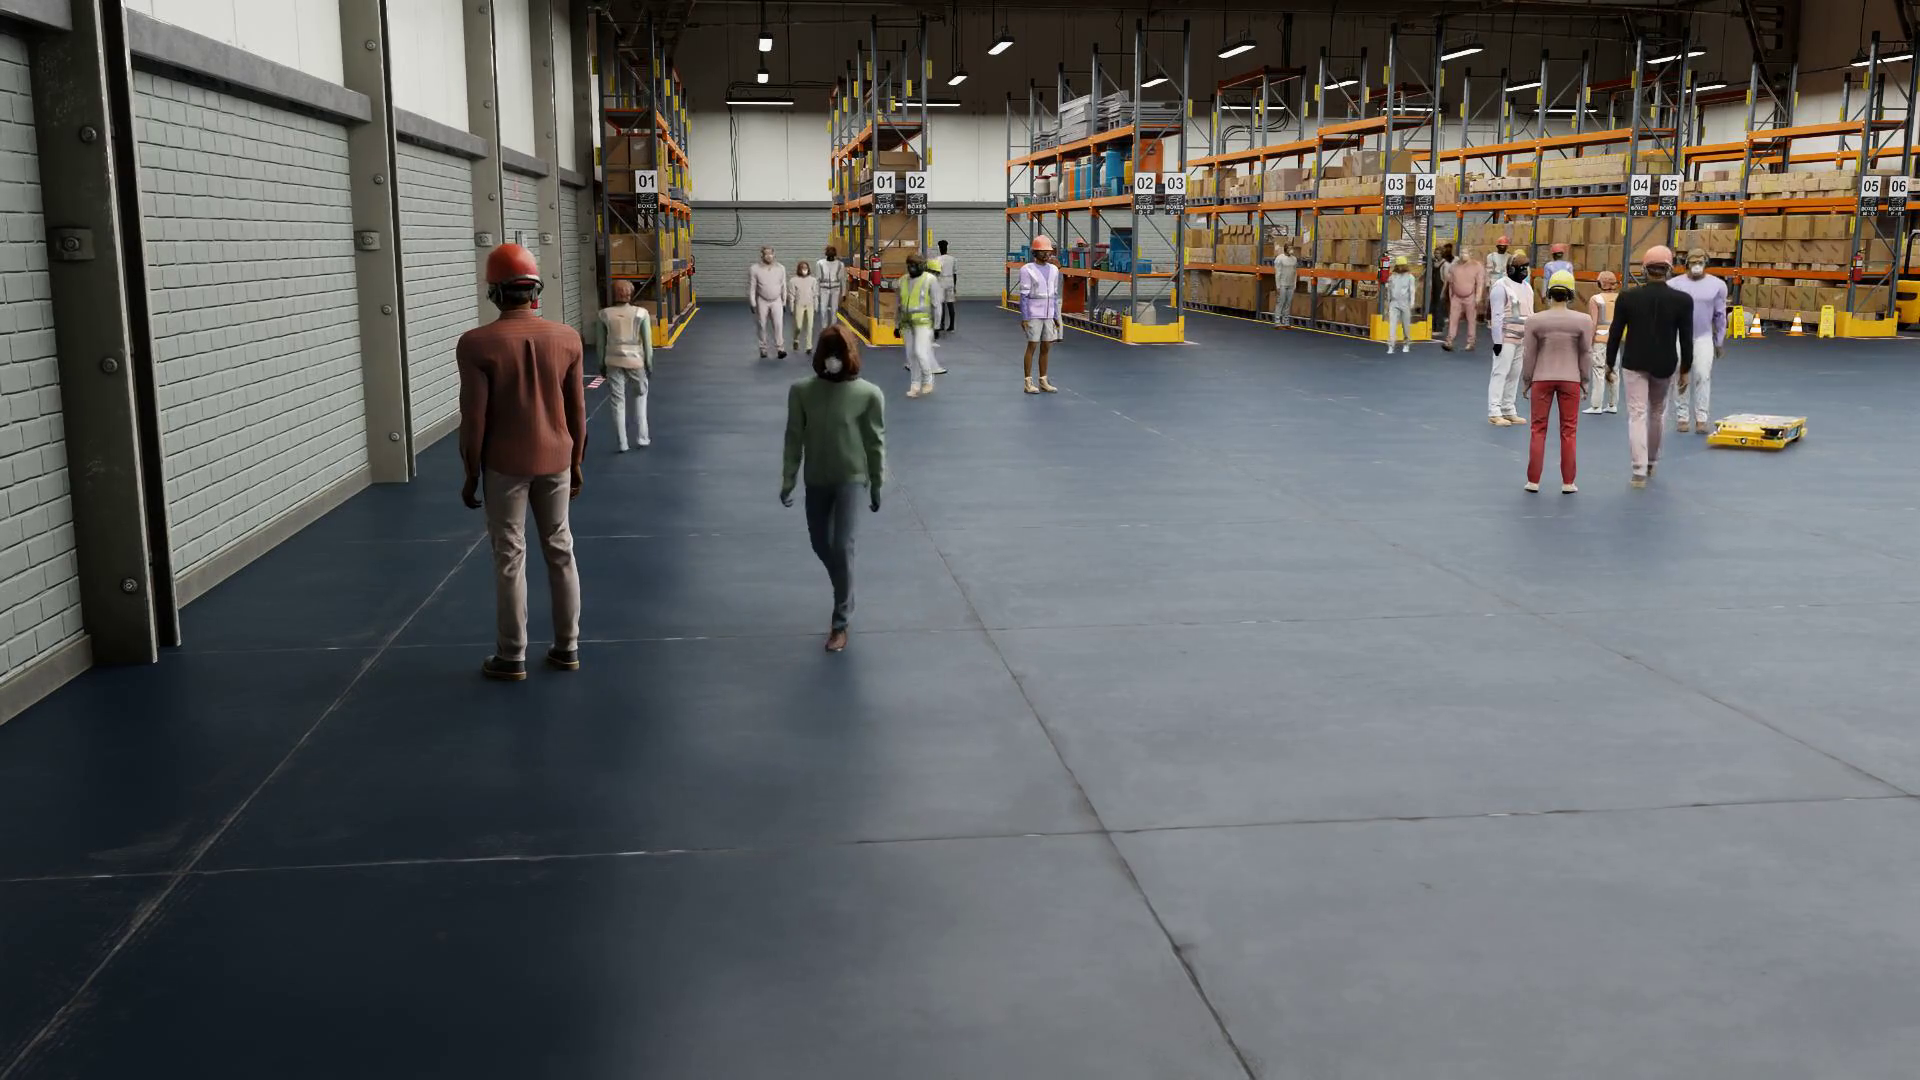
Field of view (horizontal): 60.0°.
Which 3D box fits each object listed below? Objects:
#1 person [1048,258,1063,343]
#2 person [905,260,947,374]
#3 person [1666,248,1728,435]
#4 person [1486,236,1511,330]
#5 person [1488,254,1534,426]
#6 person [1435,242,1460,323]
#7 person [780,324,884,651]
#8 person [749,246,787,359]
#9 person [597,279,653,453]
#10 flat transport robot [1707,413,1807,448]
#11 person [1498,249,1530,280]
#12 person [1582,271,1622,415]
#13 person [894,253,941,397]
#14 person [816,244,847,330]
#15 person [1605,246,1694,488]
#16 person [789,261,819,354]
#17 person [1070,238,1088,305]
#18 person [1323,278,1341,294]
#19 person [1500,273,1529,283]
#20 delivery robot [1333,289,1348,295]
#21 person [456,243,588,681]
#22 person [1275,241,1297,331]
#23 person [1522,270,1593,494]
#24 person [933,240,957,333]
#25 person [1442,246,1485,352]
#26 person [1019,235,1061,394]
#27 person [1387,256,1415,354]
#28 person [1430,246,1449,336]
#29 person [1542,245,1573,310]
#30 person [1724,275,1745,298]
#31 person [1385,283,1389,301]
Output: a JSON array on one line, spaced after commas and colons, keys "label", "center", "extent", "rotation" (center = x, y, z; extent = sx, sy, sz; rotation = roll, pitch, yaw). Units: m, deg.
[{"label": "person", "center": [1.816, -4.589, 31.905], "extent": [0.286, 1.626, 0.497], "rotation": [7, 13, 34]}, {"label": "person", "center": [-0.542, -3.313, 24.716], "extent": [0.941, 1.694, 0.556], "rotation": [9, 14, 40]}, {"label": "person", "center": [7.513, -2.024, 17.071], "extent": [0.633, 1.897, 0.920], "rotation": [4, 11, 23]}, {"label": "person", "center": [11.789, -5.600, 36.319], "extent": [0.606, 2.035, 0.405], "rotation": [-2, 10, -8]}, {"label": "person", "center": [5.955, -2.150, 17.925], "extent": [0.629, 1.842, 0.429], "rotation": [-8, 13, -39]}, {"label": "person", "center": [11.593, -6.140, 39.641], "extent": [0.609, 1.902, 0.697], "rotation": [-1, 10, -5]}, {"label": "person", "center": [-0.612, -0.301, 8.424], "extent": [0.500, 1.604, 0.777], "rotation": [3, 11, 15]}, {"label": "person", "center": [-3.192, -3.958, 27.793], "extent": [0.668, 1.853, 0.977], "rotation": [-3, 11, -17]}, {"label": "person", "center": [-3.164, -1.658, 15.817], "extent": [0.540, 1.614, 0.674], "rotation": [0, 10, -1]}, {"label": "flat transport robot", "center": [7.898, -1.093, 16.440], "extent": [0.652, 0.197, 1.431], "rotation": [7, 13, 35]}, {"label": "person", "center": [10.743, -4.777, 32.487], "extent": [0.652, 1.781, 0.665], "rotation": [6, 12, 31]}, {"label": "person", "center": [7.374, -2.249, 19.030], "extent": [0.515, 1.636, 0.315], "rotation": [-4, 11, -21]}, {"label": "person", "center": [-0.551, -2.710, 21.045], "extent": [0.658, 1.826, 0.445], "rotation": [7, 13, 35]}, {"label": "person", "center": [-2.510, -4.807, 32.395], "extent": [0.613, 1.871, 0.649], "rotation": [-1, 10, -5]}, {"label": "person", "center": [5.676, -1.441, 13.754], "extent": [0.630, 1.935, 1.048], "rotation": [2, 11, 13]}, {"label": "person", "center": [-2.704, -4.022, 28.808], "extent": [0.505, 1.622, 0.403], "rotation": [-4, 11, -20]}, {"label": "person", "center": [3.584, -7.991, 49.534], "extent": [0.623, 1.989, 0.400], "rotation": [-1, 10, -6]}, {"label": "person", "center": [11.214, -8.004, 49.915], "extent": [0.899, 1.890, 0.550], "rotation": [-5, 12, -27]}, {"label": "person", "center": [9.987, -4.276, 30.081], "extent": [0.551, 1.657, 0.862], "rotation": [4, 11, 21]}, {"label": "delivery robot", "center": [11.538, -7.359, 49.755], "extent": [0.707, 0.478, 0.477], "rotation": [6, 12, 32]}, {"label": "person", "center": [-2.004, -0.353, 7.648], "extent": [0.612, 1.997, 0.375], "rotation": [-8, 13, -39]}, {"label": "person", "center": [7.057, -5.491, 36.018], "extent": [0.622, 1.932, 0.370], "rotation": [-7, 13, -34]}, {"label": "person", "center": [4.716, -1.244, 13.167], "extent": [0.524, 1.769, 0.308], "rotation": [4, 11, 19]}, {"label": "person", "center": [-0.335, -5.392, 35.367], "extent": [0.609, 1.961, 0.367], "rotation": [-7, 12, -34]}, {"label": "person", "center": [8.875, -4.237, 29.326], "extent": [0.645, 1.860, 0.977], "rotation": [7, 12, 34]}, {"label": "person", "center": [1.058, -2.915, 21.567], "extent": [0.616, 2.041, 0.379], "rotation": [-8, 13, -36]}, {"label": "person", "center": [7.720, -4.116, 29.084], "extent": [0.499, 1.705, 0.873], "rotation": [6, 12, 29]}, {"label": "person", "center": [9.809, -5.101, 34.102], "extent": [0.351, 1.845, 0.523], "rotation": [-3, 11, -15]}, {"label": "person", "center": [11.637, -4.803, 32.393], "extent": [0.562, 1.881, 0.990], "rotation": [1, 10, 7]}, {"label": "person", "center": [20.924, -7.105, 44.896], "extent": [0.591, 1.919, 0.403], "rotation": [-1, 10, -8]}, {"label": "person", "center": [10.593, -6.252, 40.990], "extent": [0.521, 1.620, 0.550], "rotation": [-1, 10, -3]}]
